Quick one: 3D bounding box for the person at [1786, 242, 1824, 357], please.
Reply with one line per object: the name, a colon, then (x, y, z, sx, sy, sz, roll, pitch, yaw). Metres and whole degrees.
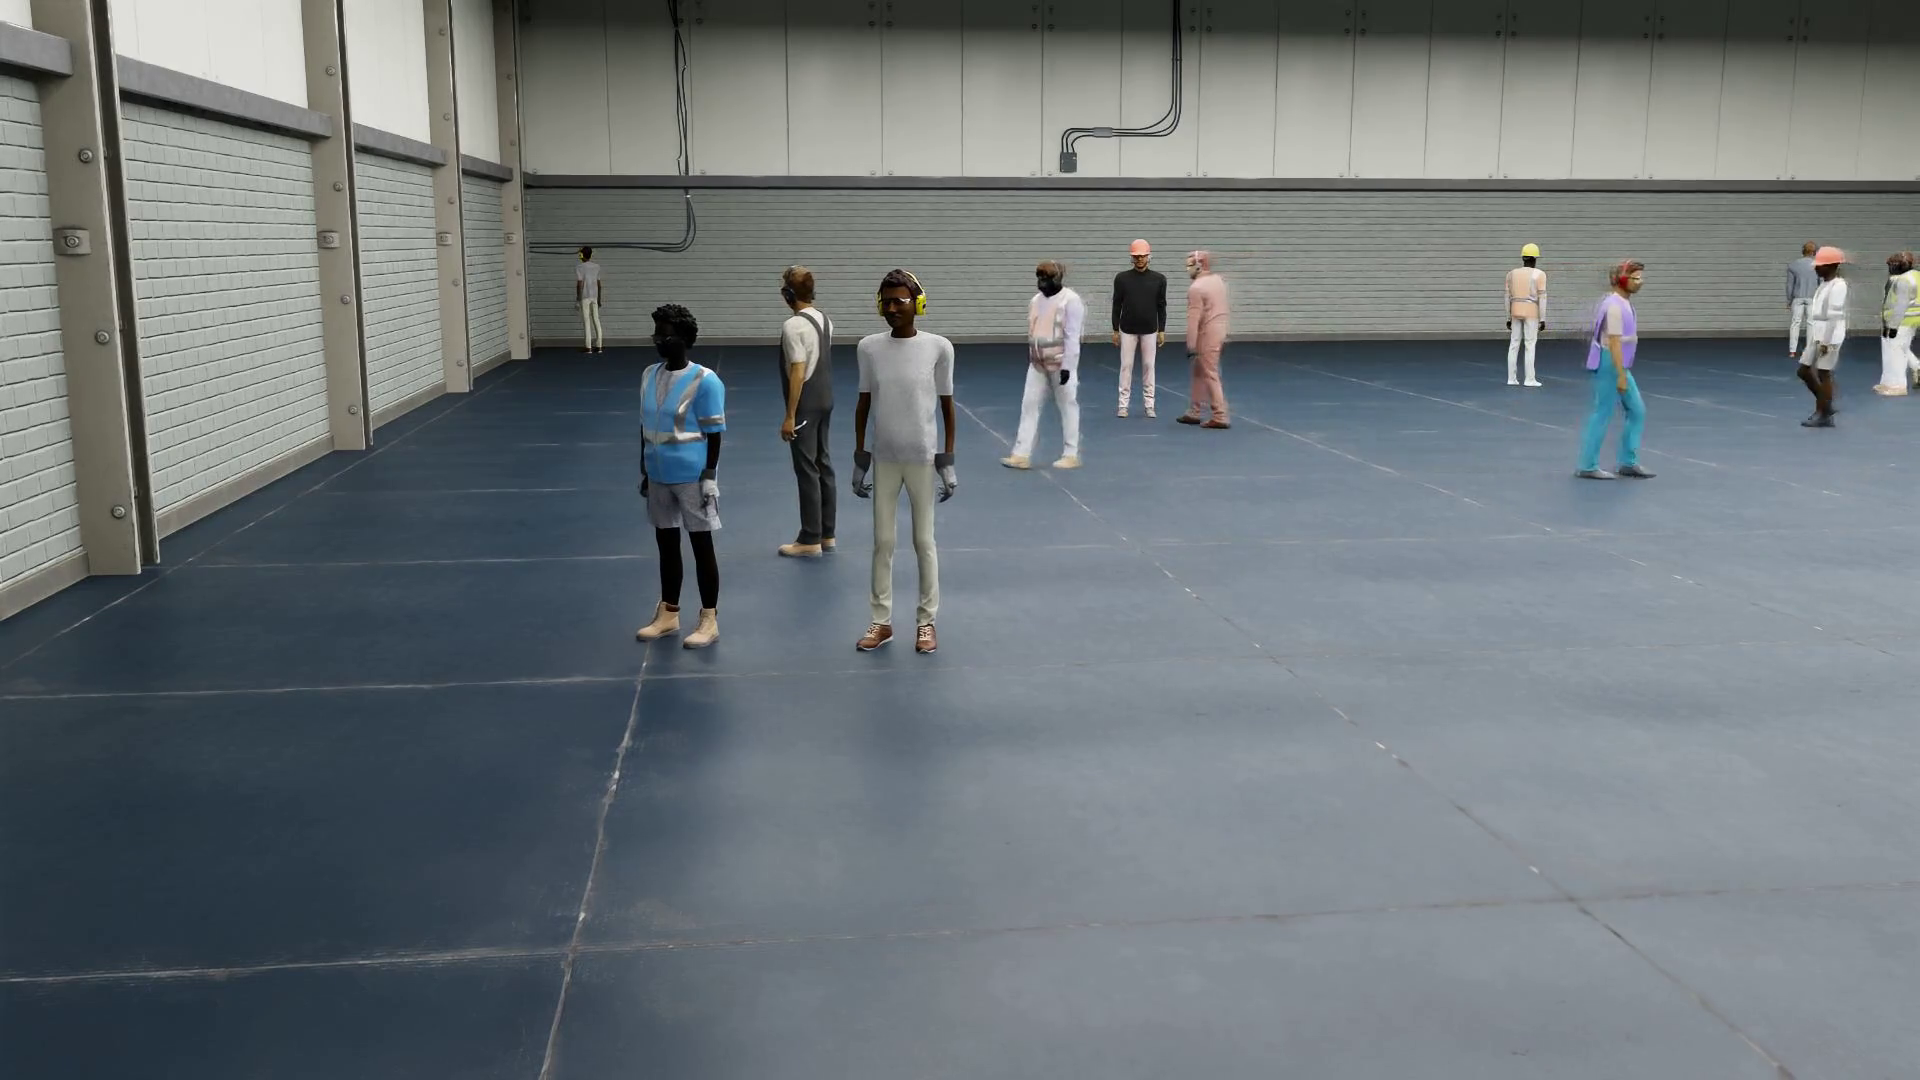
person: (14.225, -4.034, 27.967, 0.631, 1.940, 0.372, 7, 12, 34)

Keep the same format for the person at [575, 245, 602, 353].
person: (-6.498, -4.196, 29.045, 0.515, 1.872, 0.333, -10, 14, -44)

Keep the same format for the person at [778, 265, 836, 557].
person: (-0.978, -0.809, 10.551, 0.345, 1.842, 0.505, 4, 11, 22)

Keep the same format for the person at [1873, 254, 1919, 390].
person: (12.313, -2.824, 21.703, 0.632, 1.807, 0.624, -4, 11, -21)

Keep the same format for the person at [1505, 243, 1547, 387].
person: (7.671, -3.042, 22.550, 0.363, 1.930, 0.588, -10, 14, -43)

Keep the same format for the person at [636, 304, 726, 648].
person: (-1.391, -0.314, 8.235, 0.531, 1.698, 0.319, 7, 12, 33)

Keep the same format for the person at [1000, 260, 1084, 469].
person: (0.731, -1.493, 14.383, 0.851, 1.807, 0.643, -10, 14, -42)

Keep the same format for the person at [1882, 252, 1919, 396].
person: (12.029, -2.749, 21.265, 0.432, 1.825, 0.813, 10, 14, 44)

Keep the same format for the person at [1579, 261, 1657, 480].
person: (5.531, -1.386, 13.776, 0.736, 1.818, 0.594, 6, 12, 30)

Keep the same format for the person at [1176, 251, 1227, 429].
person: (2.538, -2.123, 17.682, 0.790, 1.867, 0.672, 7, 12, 32)

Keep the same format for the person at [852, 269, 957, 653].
person: (-0.272, -0.377, 8.109, 0.526, 1.869, 0.315, 2, 11, 12)

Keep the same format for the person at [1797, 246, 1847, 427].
person: (9.152, -2.140, 17.640, 0.404, 1.920, 0.540, 1, 10, 6)

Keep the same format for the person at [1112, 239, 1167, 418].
person: (2.009, -2.365, 18.665, 0.612, 1.995, 0.382, 1, 10, 4)
